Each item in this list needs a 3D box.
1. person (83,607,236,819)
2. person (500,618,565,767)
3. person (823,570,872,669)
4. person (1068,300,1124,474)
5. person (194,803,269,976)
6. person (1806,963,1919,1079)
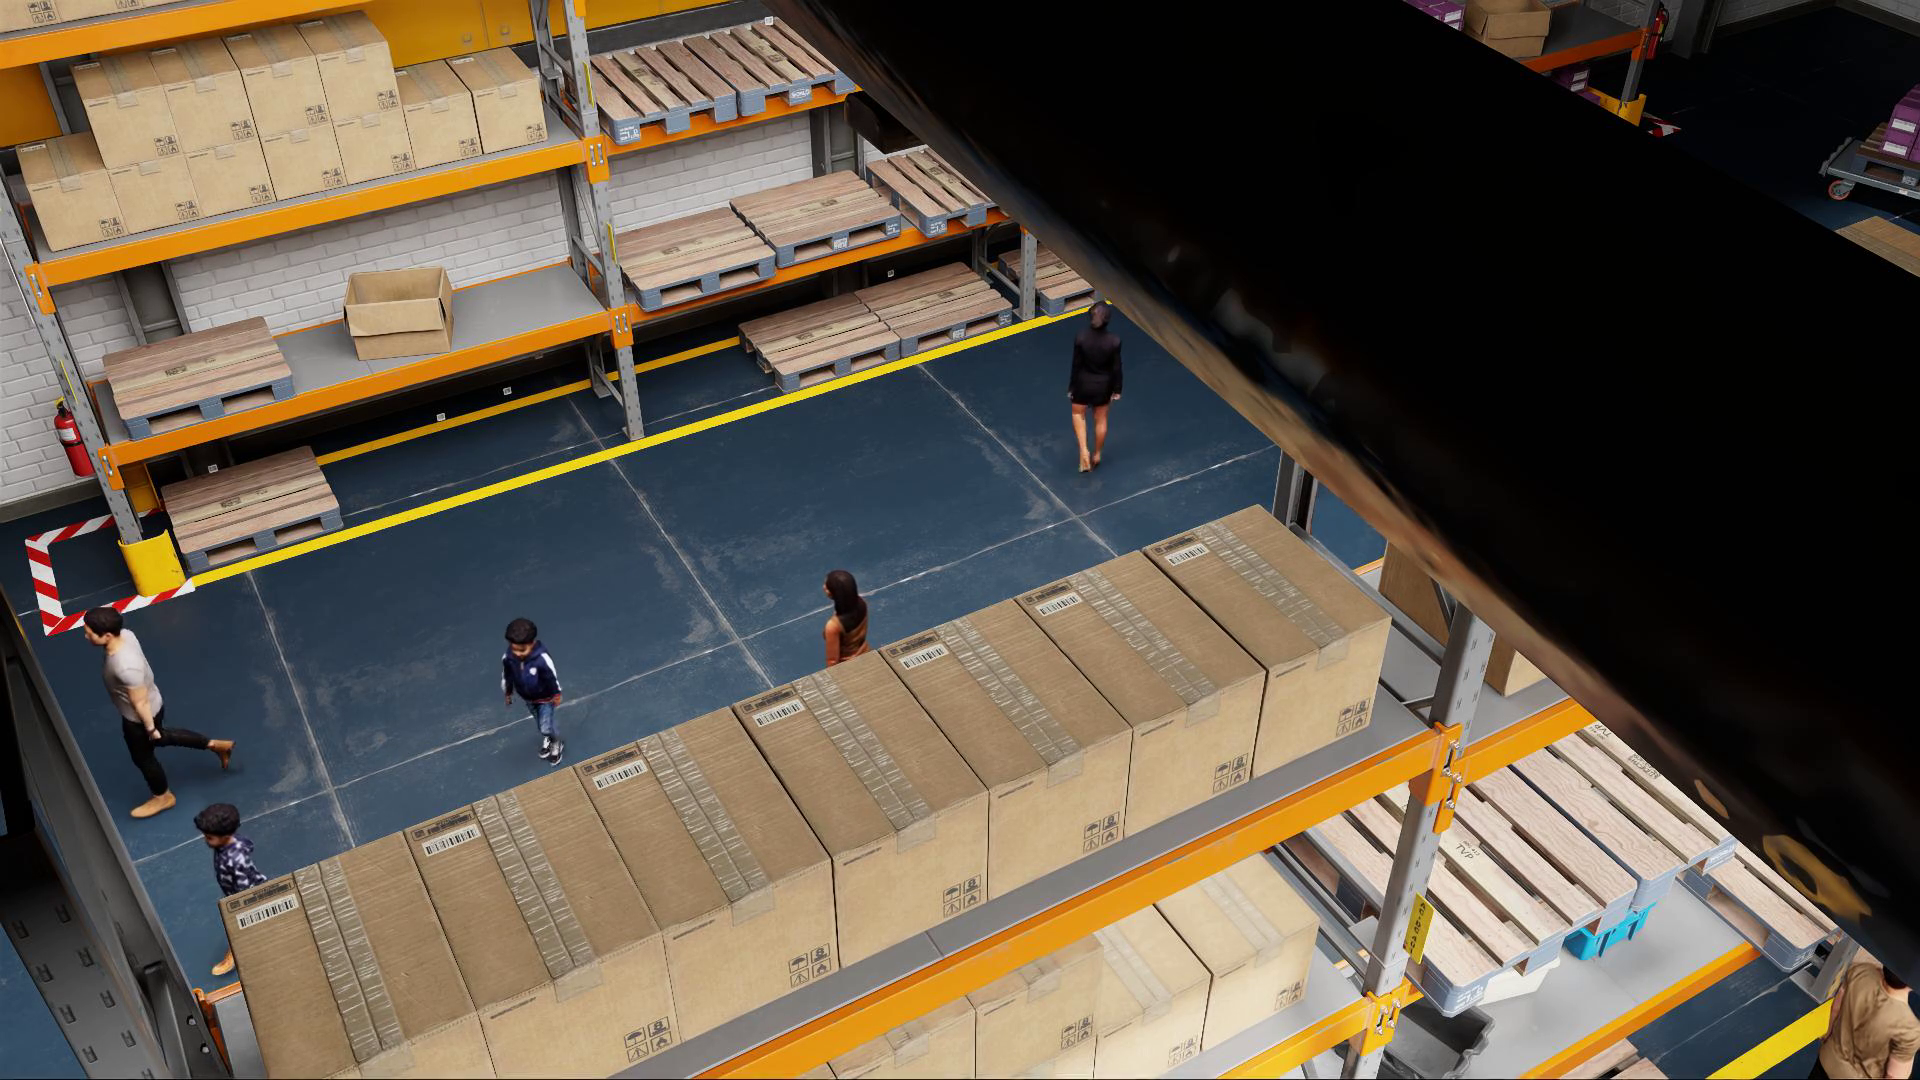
[{"bbox_3d":[-5.171,1.050,10.663,0.970,1.703,0.652,-17,42,-20],"label":"person"},{"bbox_3d":[-2.823,0.965,11.162,0.600,1.213,0.655,11,40,13],"label":"person"},{"bbox_3d":[-0.720,0.863,10.912,0.705,1.684,0.610,18,42,21],"label":"person"},{"bbox_3d":[1.088,-1.180,13.515,0.772,1.630,0.821,1,39,1],"label":"person"},{"bbox_3d":[-4.177,2.018,9.832,0.680,1.227,0.899,29,47,31],"label":"person"},{"bbox_3d":[4.556,2.690,8.489,0.669,1.852,0.721,-9,39,-11],"label":"person"}]
